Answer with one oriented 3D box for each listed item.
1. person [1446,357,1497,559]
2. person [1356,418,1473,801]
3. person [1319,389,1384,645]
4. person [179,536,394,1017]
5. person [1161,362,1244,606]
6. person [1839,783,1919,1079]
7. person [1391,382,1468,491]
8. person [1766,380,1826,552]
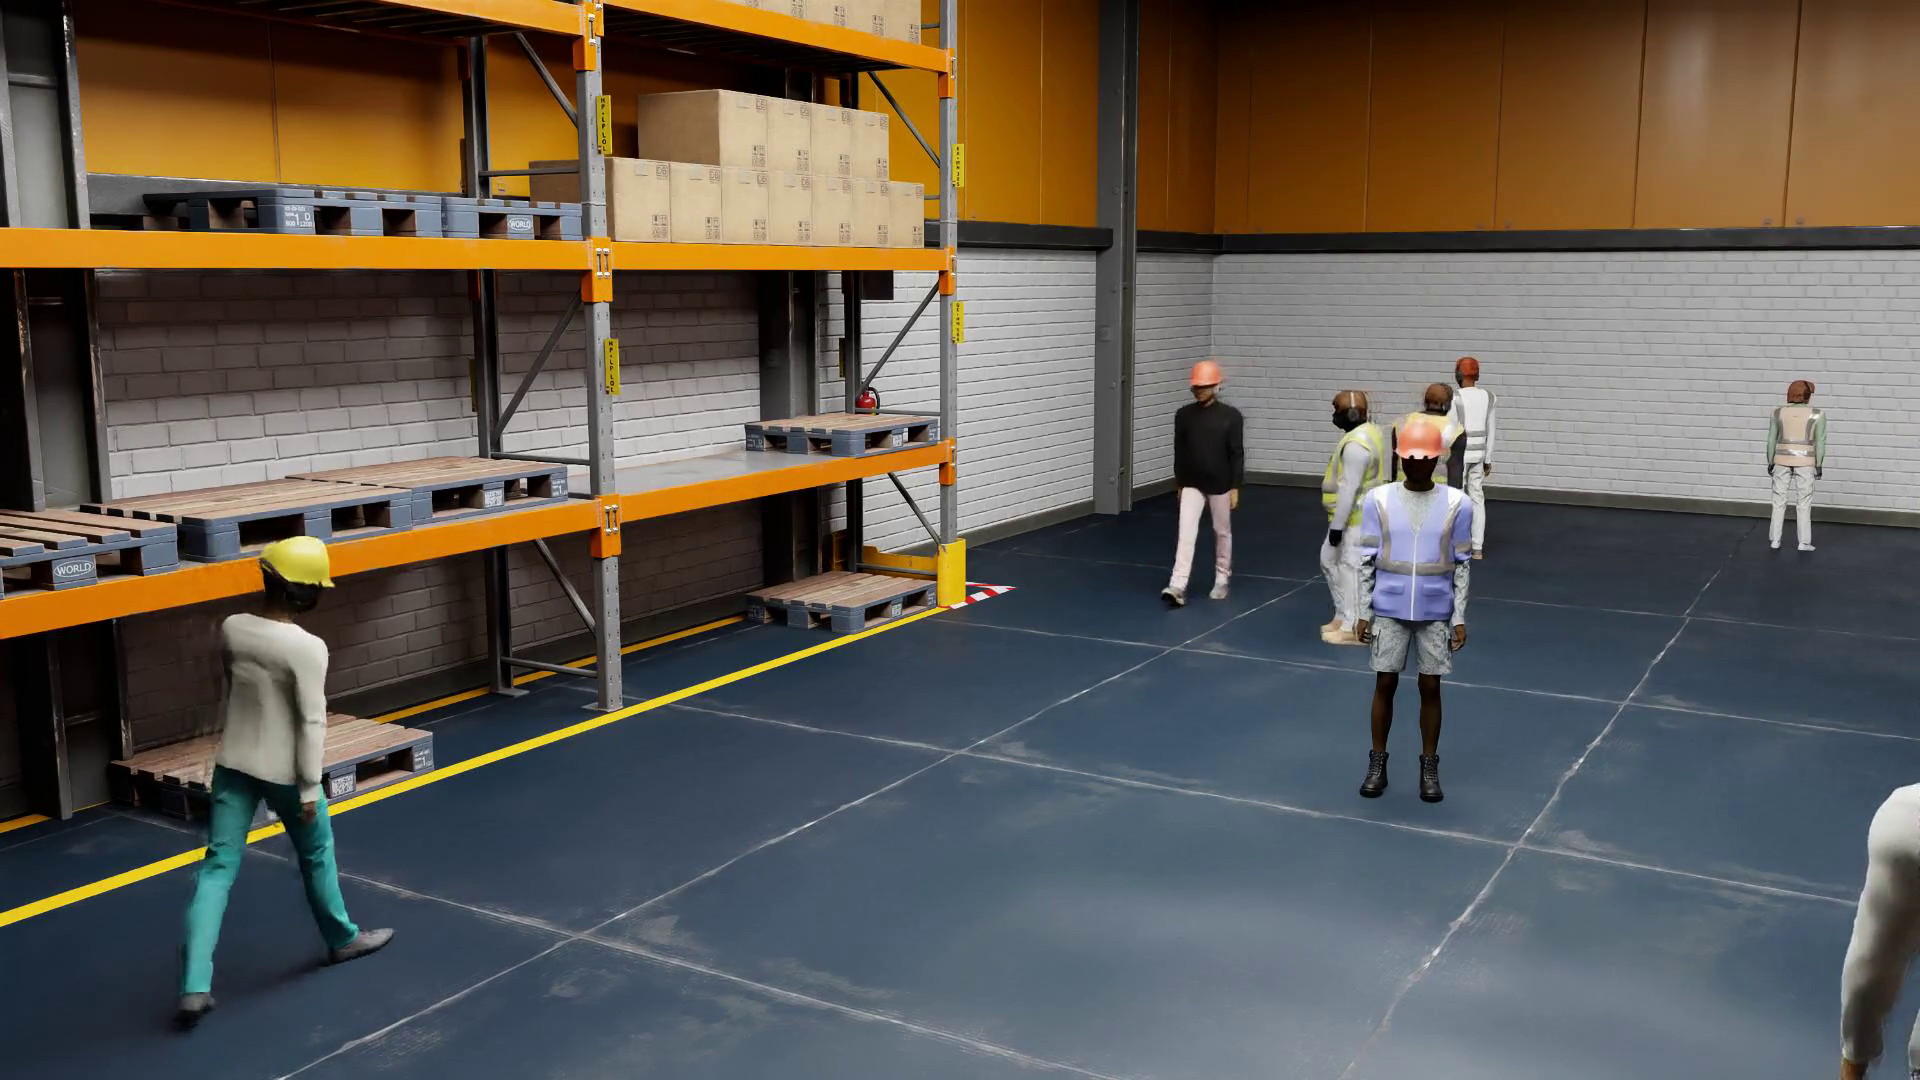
[{"bbox_3d":[4.663,-0.745,15.357,0.585,1.883,0.340,-3,10,-19],"label":"person"},{"bbox_3d":[2.272,0.351,8.354,0.552,1.935,0.361,3,9,16],"label":"person"},{"bbox_3d":[2.732,-0.155,11.830,0.524,1.830,0.661,3,9,16],"label":"person"},{"bbox_3d":[-2.501,0.842,6.034,0.527,1.708,0.890,3,10,19],"label":"person"},{"bbox_3d":[1.942,-0.439,13.233,0.633,1.936,1.031,5,10,29],"label":"person"},{"bbox_3d":[2.242,1.145,3.558,0.644,1.891,1.032,4,10,21],"label":"person"},{"bbox_3d":[3.624,-0.329,13.031,0.651,1.812,0.878,7,11,36],"label":"person"},{"bbox_3d":[7.963,-0.703,15.869,0.515,1.636,0.315,8,12,41],"label":"person"}]
